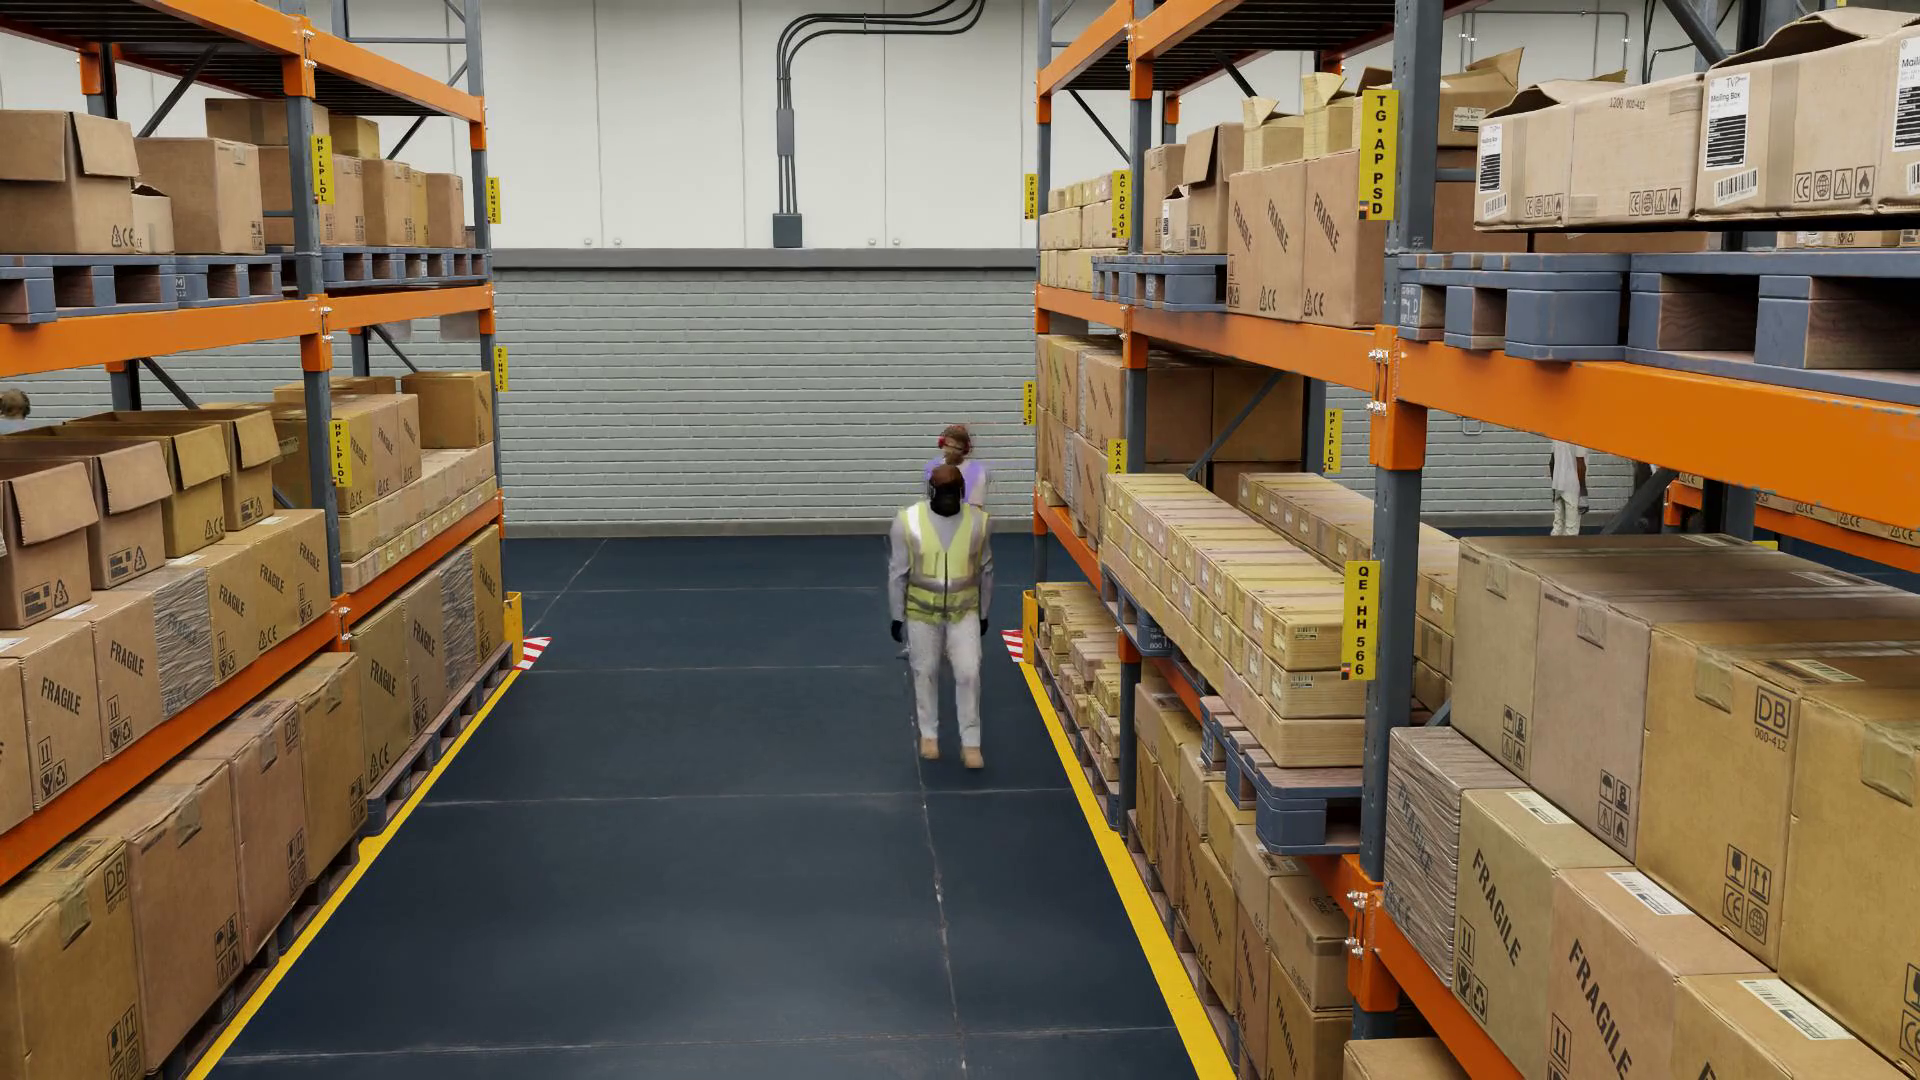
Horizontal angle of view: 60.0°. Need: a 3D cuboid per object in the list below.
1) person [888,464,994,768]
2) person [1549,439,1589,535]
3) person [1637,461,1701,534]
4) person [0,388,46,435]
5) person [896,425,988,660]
[{"bbox_3d":[-0.102,0.461,9.910,0.650,1.818,0.745,-1,10,-6],"label":"person"},{"bbox_3d":[5.508,-0.429,14.996,0.326,1.865,0.518,-2,10,-12],"label":"person"},{"bbox_3d":[5.955,-0.318,13.818,0.690,2.000,0.697,0,10,2],"label":"person"},{"bbox_3d":[-8.024,-0.340,14.272,0.653,1.927,0.453,-1,10,-8],"label":"person"},{"bbox_3d":[-0.102,0.041,12.403,0.588,1.799,0.834,6,12,34],"label":"person"}]
